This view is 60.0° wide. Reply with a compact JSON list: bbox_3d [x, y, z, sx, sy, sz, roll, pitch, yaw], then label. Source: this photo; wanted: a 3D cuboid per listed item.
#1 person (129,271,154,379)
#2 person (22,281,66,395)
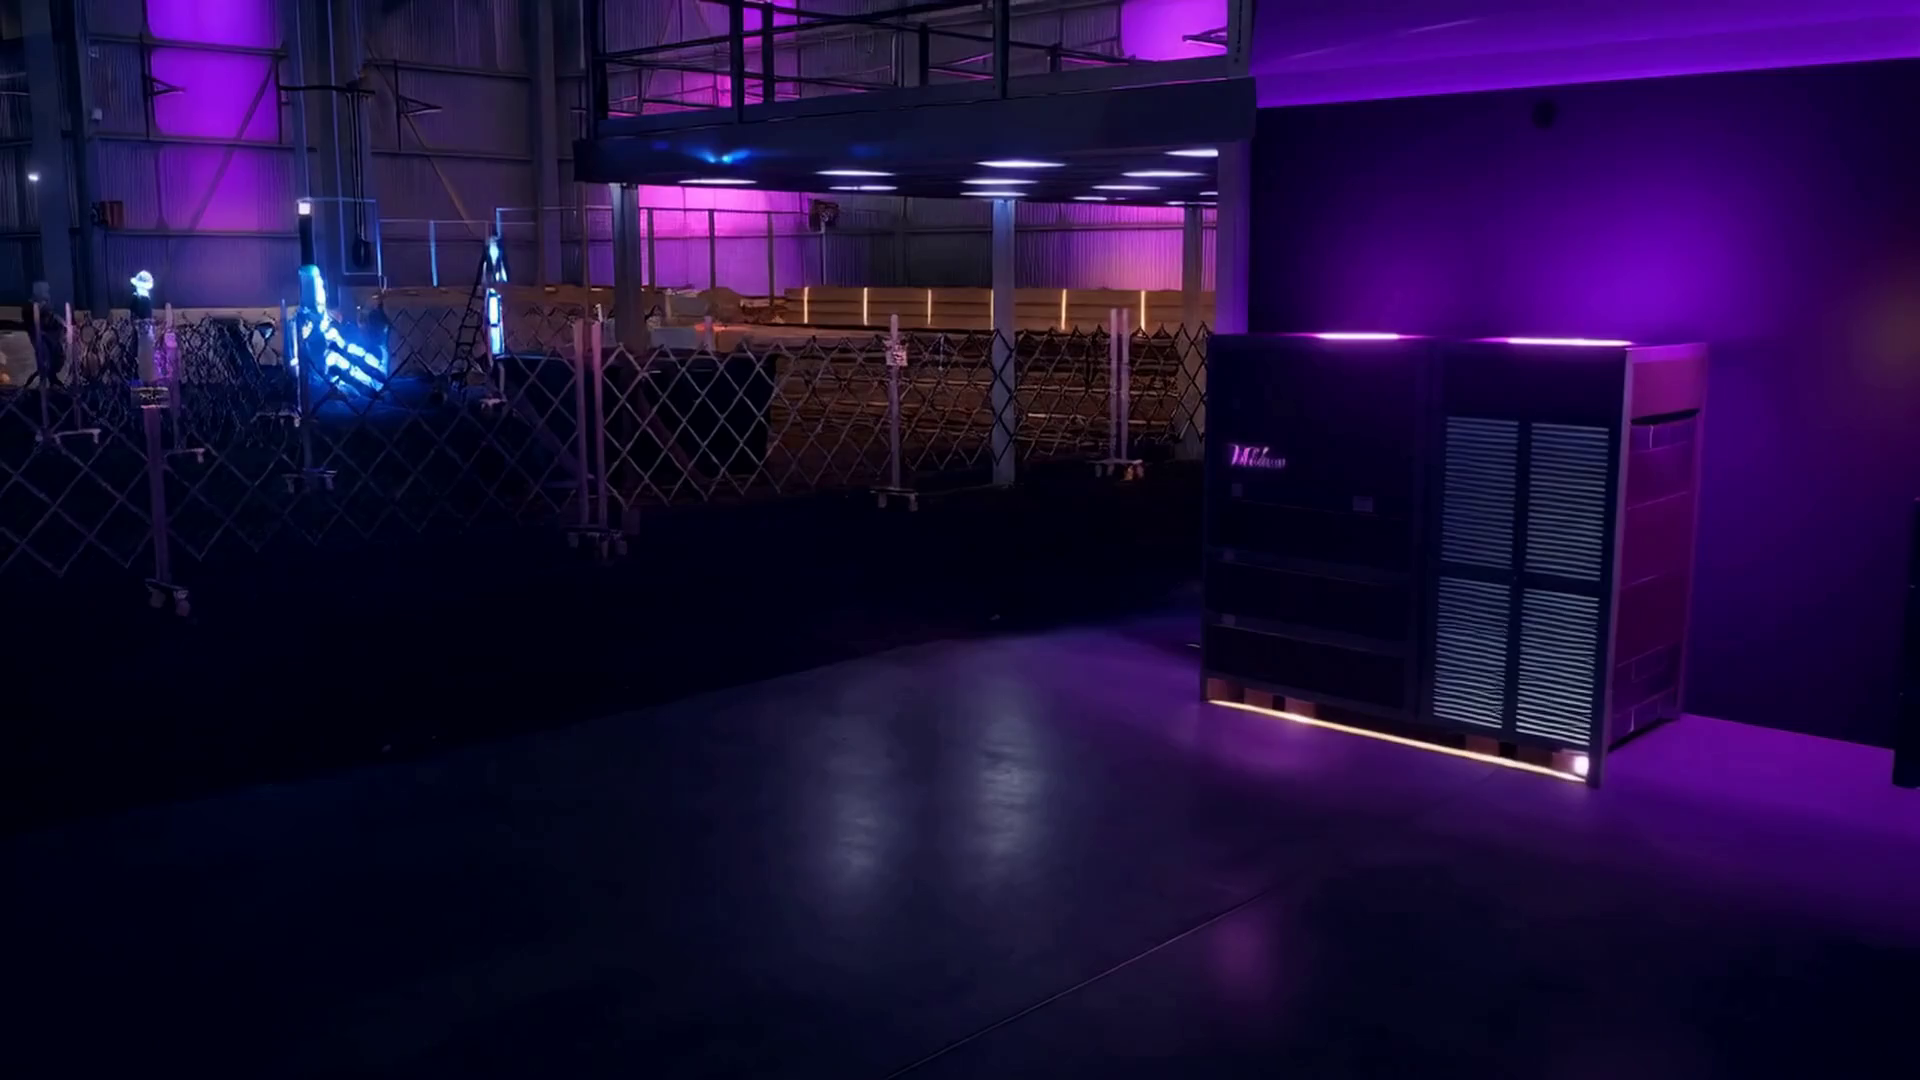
[{"bbox_3d":[-13.516,-3.427,27.569,0.417,2.036,0.601,-2,9,-12],"label":"person"},{"bbox_3d":[-14.992,-3.295,27.216,0.512,1.878,0.686,4,10,21],"label":"person"}]
